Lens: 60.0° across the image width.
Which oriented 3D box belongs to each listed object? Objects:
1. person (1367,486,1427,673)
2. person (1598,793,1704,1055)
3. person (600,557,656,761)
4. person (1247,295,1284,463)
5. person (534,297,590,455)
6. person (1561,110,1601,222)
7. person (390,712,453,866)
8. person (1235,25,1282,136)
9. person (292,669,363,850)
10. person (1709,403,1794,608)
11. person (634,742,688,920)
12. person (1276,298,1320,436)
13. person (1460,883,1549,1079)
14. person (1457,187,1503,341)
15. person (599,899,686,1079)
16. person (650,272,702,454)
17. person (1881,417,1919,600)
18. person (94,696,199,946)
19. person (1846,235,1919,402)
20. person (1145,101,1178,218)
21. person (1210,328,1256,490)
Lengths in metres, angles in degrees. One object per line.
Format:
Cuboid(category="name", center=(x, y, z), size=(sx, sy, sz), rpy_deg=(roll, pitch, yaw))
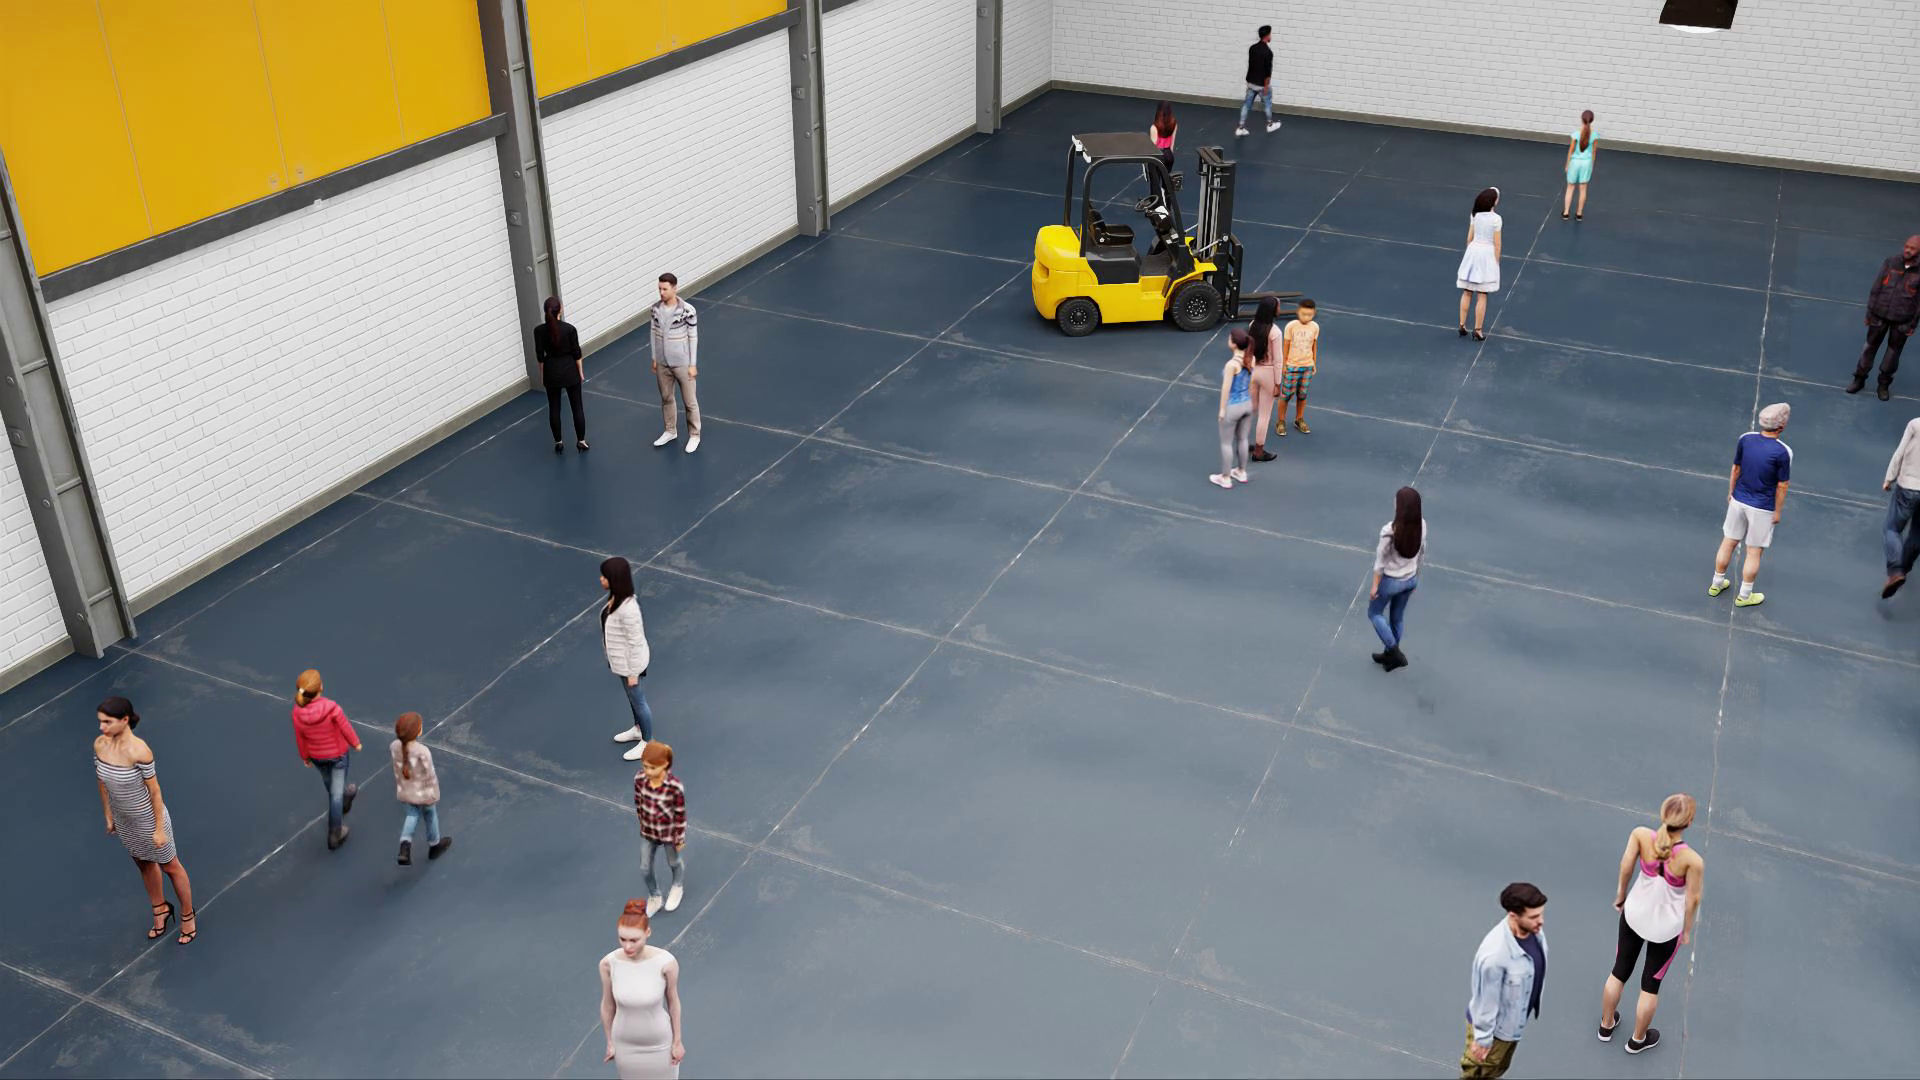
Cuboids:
Cuboid(category="person", center=(3.475, 0.367, 13.063), size=(0.792, 1.621, 0.855), rpy_deg=(-13, 31, -22))
Cuboid(category="person", center=(3.960, 2.194, 9.539), size=(0.665, 1.788, 0.631), rpy_deg=(25, 37, 38))
Cuboid(category="person", center=(-2.423, 0.849, 12.163), size=(0.751, 1.636, 0.706), rpy_deg=(-12, 31, -21))
Cuboid(category="person", center=(3.017, -1.618, 16.599), size=(0.717, 1.720, 0.698), rpy_deg=(-15, 32, -26))
Cuboid(category="person", center=(-4.005, -1.646, 16.710), size=(0.688, 1.662, 0.705), rpy_deg=(-2, 29, -3))
Cuboid(category="person", center=(8.785, -5.305, 23.524), size=(0.593, 1.561, 0.599), rpy_deg=(6, 29, 11))
Cuboid(category="person", center=(-3.661, 1.684, 11.103), size=(0.541, 1.185, 0.714), rpy_deg=(8, 30, 15))
Cuboid(category="person", center=(4.837, -7.517, 27.362), size=(1.267, 1.769, 1.064), rpy_deg=(-19, 34, -31))
Cuboid(category="person", center=(-4.316, 1.502, 11.327), size=(0.677, 1.290, 0.913), rpy_deg=(3, 29, 5))
Cuboid(category="person", center=(6.724, -0.314, 14.085), size=(0.722, 1.838, 0.721), rpy_deg=(-19, 34, -30))
Cuboid(category="person", center=(-1.896, 1.817, 10.745), size=(0.578, 1.295, 0.641), rpy_deg=(8, 30, 14))
Cuboid(category="person", center=(3.502, -1.814, 17.229), size=(0.606, 1.461, 0.638), rpy_deg=(-5, 29, -8))
Cuboid(category="person", center=(2.859, 2.550, 8.862), size=(0.798, 1.811, 0.621), rpy_deg=(24, 37, 37))
Cuboid(category="person", center=(6.082, -3.223, 19.439), size=(0.855, 1.818, 0.819), rpy_deg=(-22, 36, -35))
Cuboid(category="person", center=(-1.649, 2.620, 8.754), size=(0.632, 1.793, 0.614), rpy_deg=(0, 29, -1))
Cuboid(category="person", center=(-2.884, -1.831, 16.841), size=(0.691, 1.862, 0.578), rpy_deg=(10, 30, 18))
Cuboid(category="person", center=(8.181, -0.381, 14.160), size=(0.782, 1.885, 1.112), rpy_deg=(11, 30, 19))
Cuboid(category="person", center=(-5.073, 1.741, 10.333), size=(0.621, 1.822, 0.578), rpy_deg=(8, 30, 14))
Cuboid(category="person", center=(10.117, -2.449, 18.020), size=(0.740, 1.818, 0.667), rpy_deg=(19, 34, 31))
Cuboid(category="person", center=(2.854, -5.402, 23.598), size=(0.622, 1.660, 0.723), rpy_deg=(-17, 33, -29))
Cuboid(category="person", center=(2.672, -1.281, 16.099), size=(0.600, 1.607, 0.702), rpy_deg=(-21, 35, -33))
